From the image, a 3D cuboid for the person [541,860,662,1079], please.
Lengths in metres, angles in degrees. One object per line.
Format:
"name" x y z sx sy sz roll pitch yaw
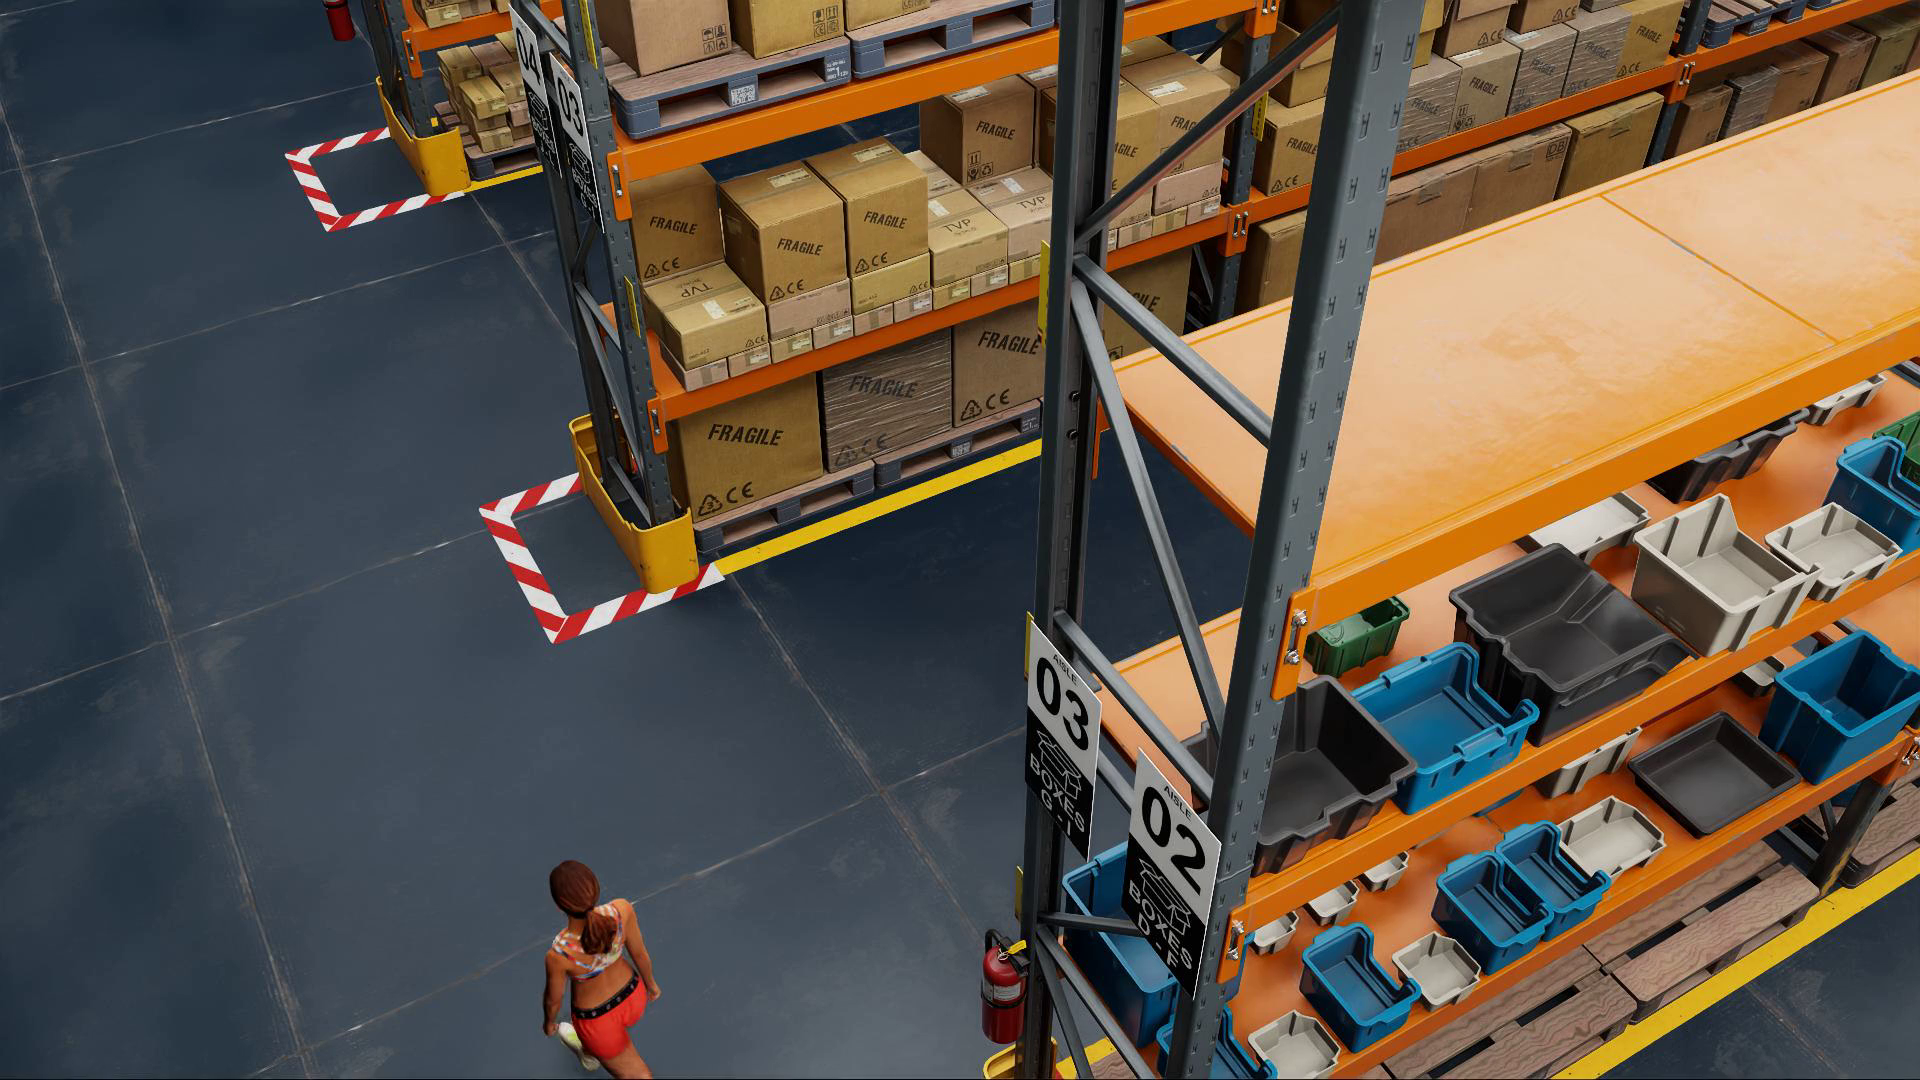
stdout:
"person" -1.369 1.967 6.729 0.913 1.742 1.151 31 51 29
